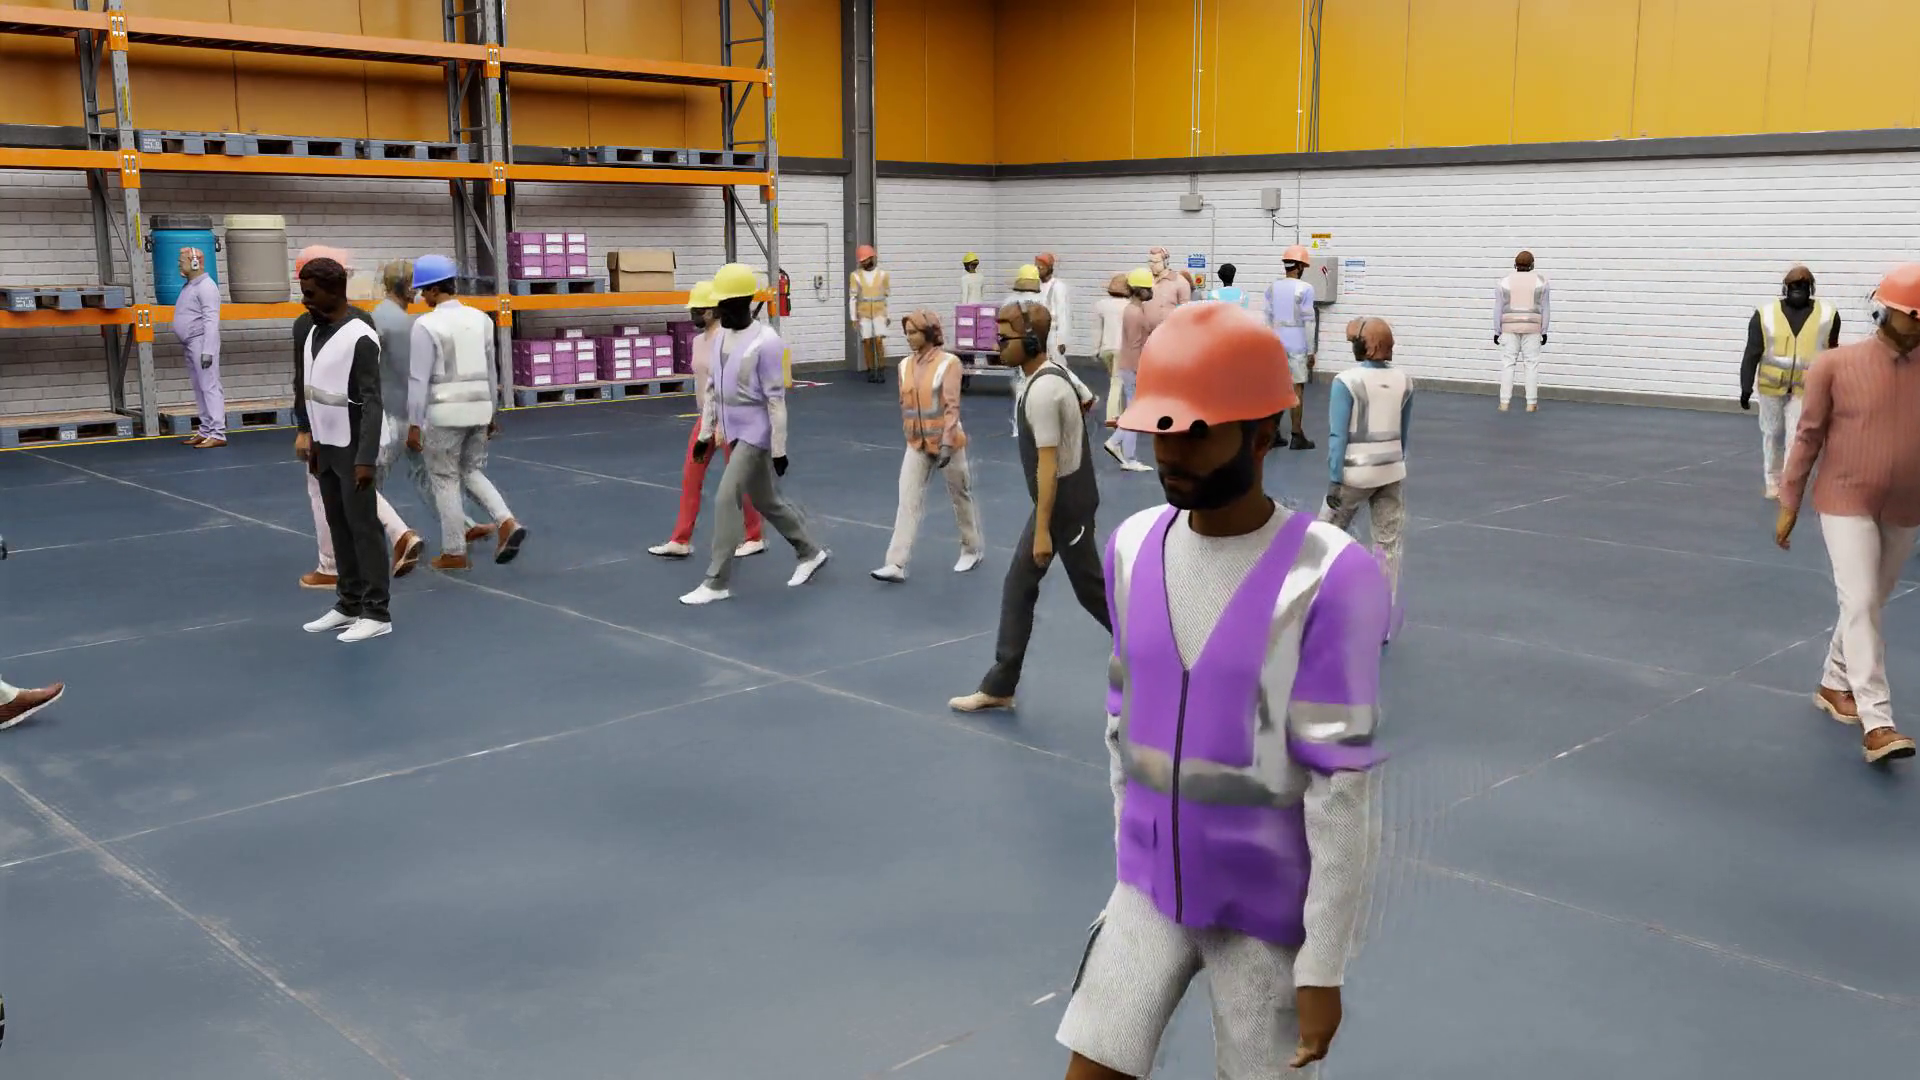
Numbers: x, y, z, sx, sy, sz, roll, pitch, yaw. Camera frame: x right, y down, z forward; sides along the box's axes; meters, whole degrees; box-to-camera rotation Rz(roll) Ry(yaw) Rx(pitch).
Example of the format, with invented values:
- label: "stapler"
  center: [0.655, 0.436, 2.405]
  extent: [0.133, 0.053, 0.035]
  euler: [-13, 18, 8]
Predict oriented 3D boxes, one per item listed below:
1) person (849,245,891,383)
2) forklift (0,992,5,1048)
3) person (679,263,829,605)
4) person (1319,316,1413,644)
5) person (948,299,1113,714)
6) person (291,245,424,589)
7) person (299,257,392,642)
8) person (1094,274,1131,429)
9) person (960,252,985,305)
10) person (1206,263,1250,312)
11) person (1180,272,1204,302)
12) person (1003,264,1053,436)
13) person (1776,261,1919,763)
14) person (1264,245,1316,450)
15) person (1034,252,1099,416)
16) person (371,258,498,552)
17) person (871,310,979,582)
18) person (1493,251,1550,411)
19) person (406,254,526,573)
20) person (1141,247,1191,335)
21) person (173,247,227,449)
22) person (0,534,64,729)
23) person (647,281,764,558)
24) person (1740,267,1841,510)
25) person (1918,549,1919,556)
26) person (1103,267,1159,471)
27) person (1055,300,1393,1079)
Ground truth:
- label: "person"
  center: [-1.226, -3.077, 22.718]
  extent: [0.558, 1.888, 0.650]
  euler: [0, 10, -1]
- label: "forklift"
  center: [-3.245, 0.323, 3.363]
  extent: [2.313, 2.155, 1.214]
  euler: [2, 11, 13]
- label: "person"
  center: [-1.140, -0.610, 9.325]
  extent: [0.974, 1.879, 0.577]
  euler: [-7, 13, -34]
- label: "person"
  center: [1.987, -0.307, 8.344]
  extent: [0.547, 1.616, 0.587]
  euler: [-5, 12, -26]
- label: "person"
  center: [0.493, -0.119, 6.968]
  extent: [1.001, 1.779, 0.528]
  euler: [-1, 10, -3]
- label: "person"
  center: [-3.481, -0.676, 9.441]
  extent: [0.635, 1.969, 0.626]
  euler: [3, 11, 18]
- label: "person"
  center: [-3.088, -0.453, 8.365]
  extent: [0.587, 1.913, 0.391]
  euler: [10, 14, 42]
- label: "person"
  center: [1.724, -1.990, 17.581]
  extent: [0.517, 1.605, 0.718]
  euler: [9, 14, 40]
- label: "person"
  center: [0.167, -3.414, 24.910]
  extent: [0.327, 1.767, 0.533]
  euler: [9, 14, 39]
- label: "person"
  center: [3.118, -2.377, 19.432]
  extent: [0.536, 1.699, 0.322]
  euler: [-2, 11, -9]
- label: "person"
  center: [2.870, -2.636, 21.222]
  extent: [0.498, 1.565, 0.888]
  euler: [1, 10, 7]
- label: "person"
  center: [0.705, -1.924, 16.887]
  extent: [0.496, 1.718, 0.650]
  euler: [8, 13, 36]
- label: "person"
  center: [3.642, -0.122, 6.545]
  extent: [0.659, 1.920, 1.067]
  euler: [1, 10, 4]
- label: "person"
  center: [3.148, -1.823, 15.782]
  extent: [0.374, 1.932, 0.542]
  euler: [-10, 14, -43]
- label: "person"
  center: [1.067, -2.240, 18.328]
  extent: [0.900, 1.847, 0.625]
  euler: [-5, 12, -27]
- label: "person"
  center: [-3.413, -0.792, 10.293]
  extent: [1.069, 1.873, 0.625]
  euler: [-4, 11, -20]
- label: "person"
  center: [-0.174, -0.551, 9.791]
  extent: [0.515, 1.582, 0.909]
  euler: [7, 13, 34]
- label: "person"
  center: [6.472, -2.403, 19.191]
  extent: [0.622, 1.845, 0.429]
  euler: [4, 11, 19]
- label: "person"
  center: [-2.972, -0.741, 9.937]
  extent: [0.589, 1.912, 0.654]
  euler: [5, 12, 26]
- label: "person"
  center: [2.089, -2.128, 17.536]
  extent: [0.643, 1.901, 0.400]
  euler: [6, 12, 29]
- label: "person"
  center: [-7.281, -1.831, 15.896]
  extent: [0.409, 1.909, 0.640]
  euler: [-9, 13, -39]
- label: "person"
  center: [-4.048, -0.056, 6.471]
  extent: [0.493, 1.812, 0.970]
  euler: [8, 13, 38]
- label: "person"
  center: [-1.584, -0.720, 10.308]
  extent: [0.841, 1.731, 0.545]
  euler: [-9, 14, -41]
- label: "person"
  center: [6.191, -1.138, 12.443]
  extent: [0.648, 1.791, 0.978]
  euler: [5, 12, 25]
- label: "person"
  center: [6.441, -0.794, 10.547]
  extent: [0.962, 1.796, 0.571]
  euler: [-9, 13, -39]
- label: "person"
  center: [1.509, -1.456, 14.270]
  extent: [0.391, 1.751, 0.545]
  euler: [1, 10, 5]
- label: "person"
  center: [0.406, 0.582, 2.704]
  extent: [0.552, 1.923, 0.470]
  euler: [9, 14, 40]
